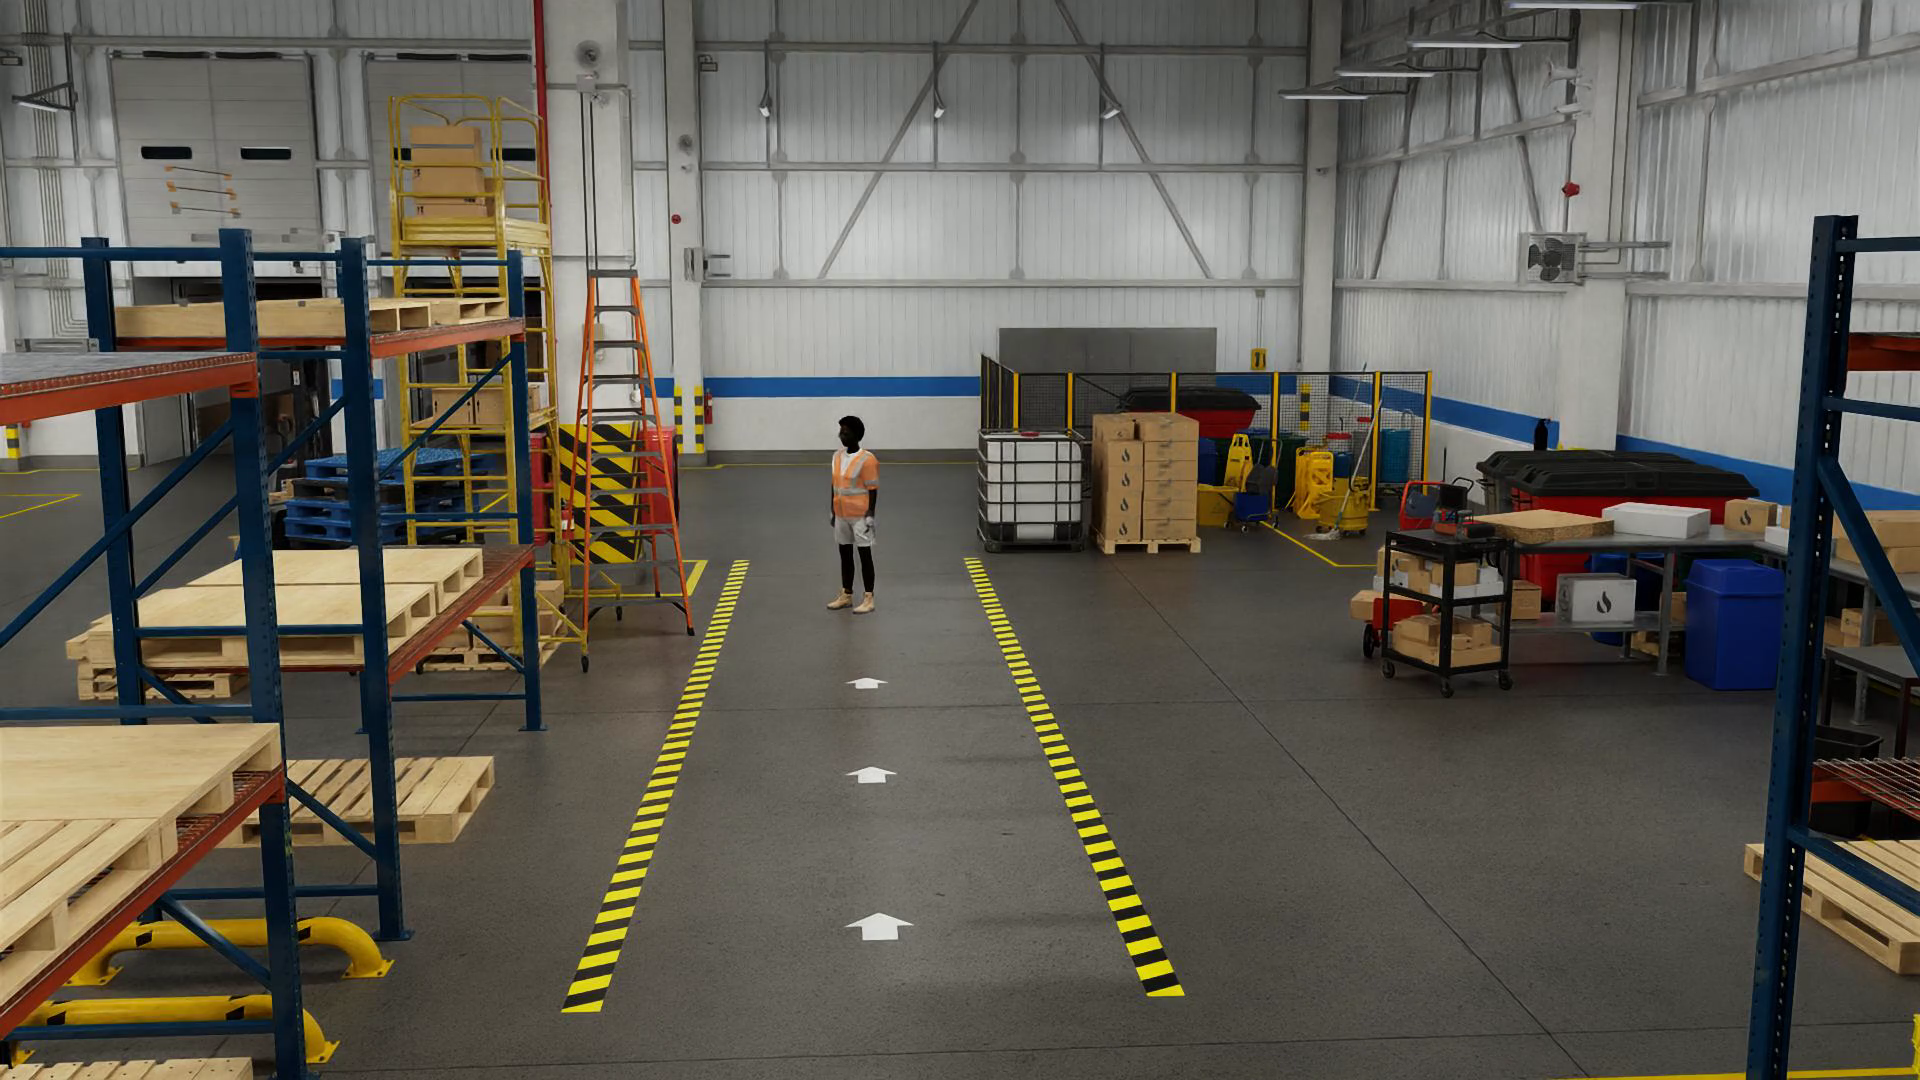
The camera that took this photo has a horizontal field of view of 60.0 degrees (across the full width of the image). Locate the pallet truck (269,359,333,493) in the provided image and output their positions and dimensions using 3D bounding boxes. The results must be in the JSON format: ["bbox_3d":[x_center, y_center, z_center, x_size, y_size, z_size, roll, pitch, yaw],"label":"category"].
[{"bbox_3d":[-7.062,-1.131,18.996,1.885,1.965,0.823,2,9,13],"label":"pallet truck"}]

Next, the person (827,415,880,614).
[{"bbox_3d":[-0.917,-0.217,14.198,0.540,1.696,0.316,8,12,40],"label":"person"}]
